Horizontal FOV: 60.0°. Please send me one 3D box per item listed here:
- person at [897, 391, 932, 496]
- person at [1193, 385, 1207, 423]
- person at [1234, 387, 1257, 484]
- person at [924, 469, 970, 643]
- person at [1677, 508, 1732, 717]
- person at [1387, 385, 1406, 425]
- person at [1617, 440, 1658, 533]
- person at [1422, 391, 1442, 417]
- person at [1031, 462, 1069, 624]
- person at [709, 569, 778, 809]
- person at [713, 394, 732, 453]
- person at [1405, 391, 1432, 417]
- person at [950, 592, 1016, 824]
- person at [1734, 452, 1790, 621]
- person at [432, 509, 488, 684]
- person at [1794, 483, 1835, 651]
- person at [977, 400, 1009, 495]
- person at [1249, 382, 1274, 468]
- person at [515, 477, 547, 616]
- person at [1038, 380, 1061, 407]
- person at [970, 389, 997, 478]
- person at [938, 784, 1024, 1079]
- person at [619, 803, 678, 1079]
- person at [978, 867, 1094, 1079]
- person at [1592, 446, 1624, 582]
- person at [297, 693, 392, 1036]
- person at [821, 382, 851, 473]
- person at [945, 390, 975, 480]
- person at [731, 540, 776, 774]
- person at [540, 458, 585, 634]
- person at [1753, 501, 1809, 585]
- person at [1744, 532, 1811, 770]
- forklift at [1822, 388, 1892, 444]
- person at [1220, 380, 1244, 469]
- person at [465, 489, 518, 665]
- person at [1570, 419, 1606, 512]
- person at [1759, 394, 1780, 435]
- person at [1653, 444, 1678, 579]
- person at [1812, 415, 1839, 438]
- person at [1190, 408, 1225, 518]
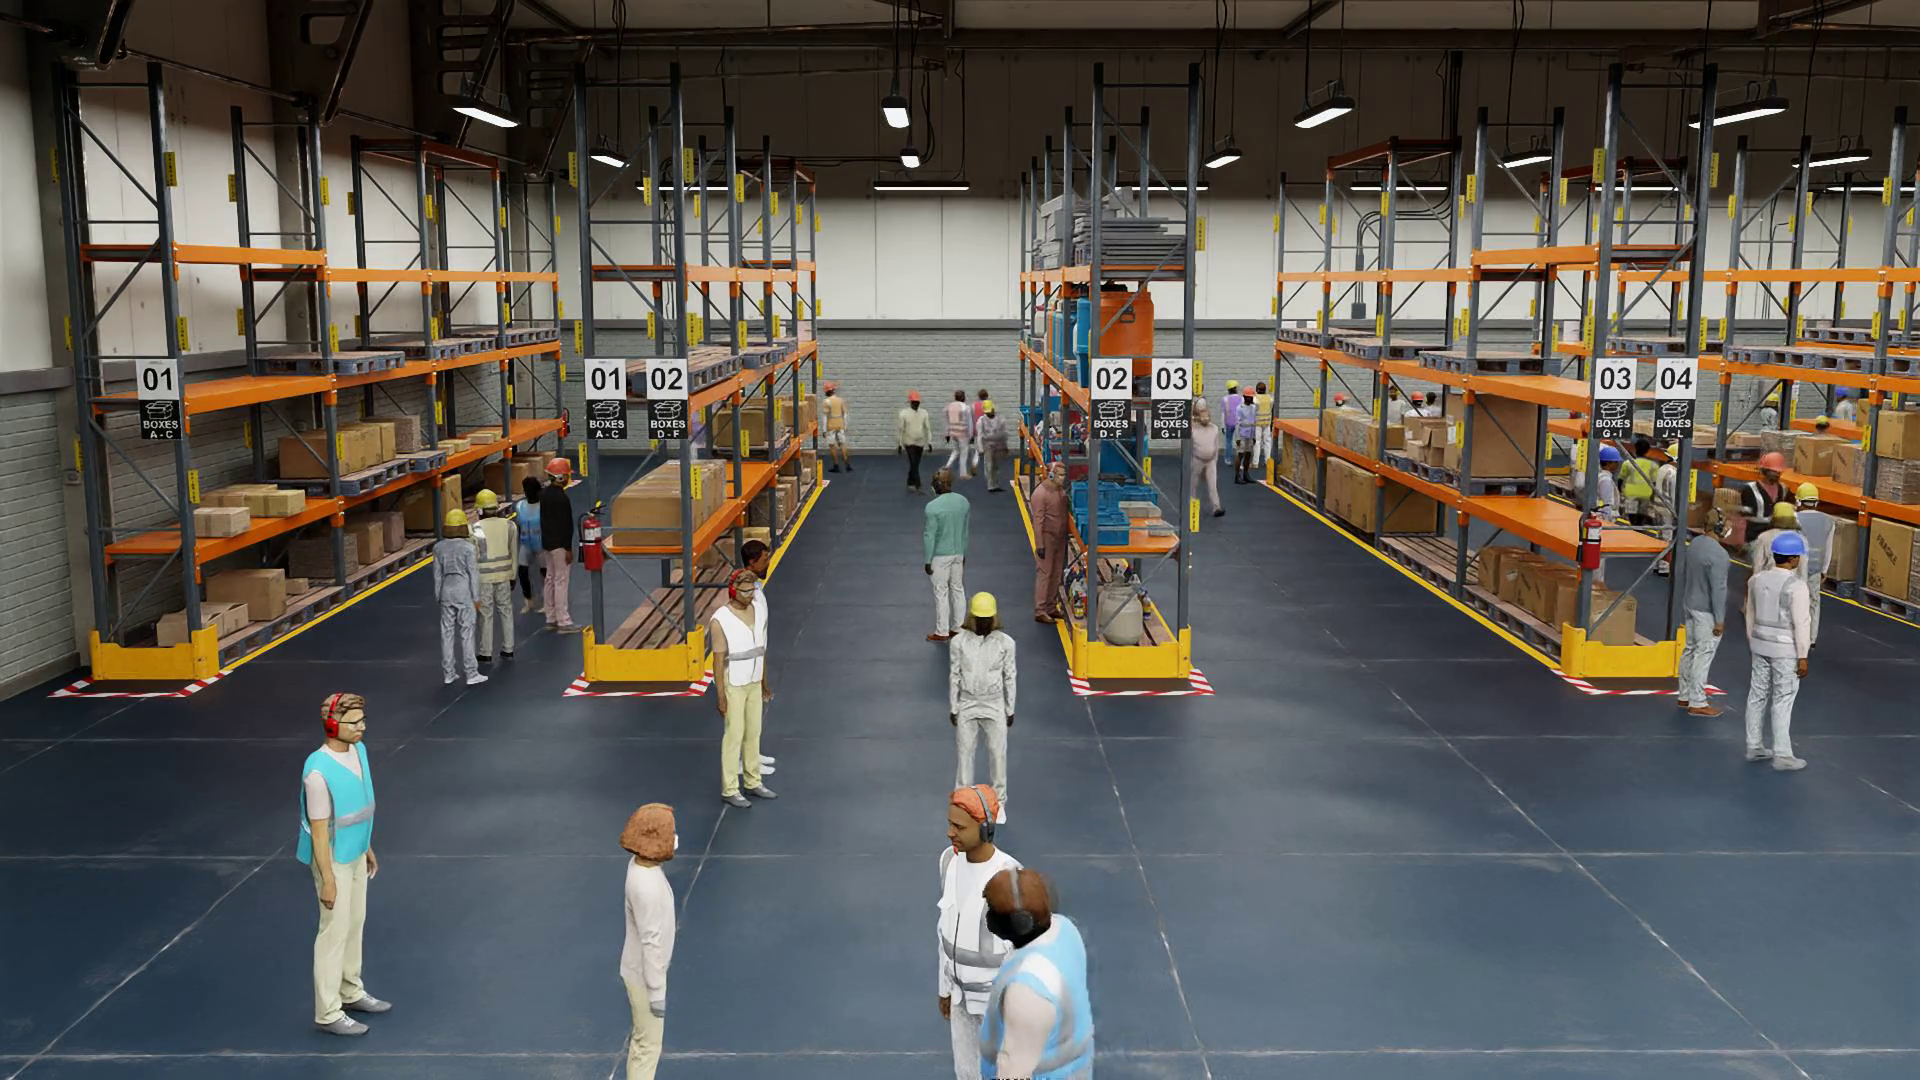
[{"bbox_3d":[-0.843,-1.828,31.236,0.631,1.945,1.010,-4,10,-26],"label":"person"},{"bbox_3d":[5.091,-2.423,35.402,0.337,1.837,0.515,1,9,7],"label":"person"},{"bbox_3d":[5.644,-2.051,32.717,0.545,1.929,0.392,-7,11,-39],"label":"person"},{"bbox_3d":[-0.155,0.182,18.350,0.635,1.930,0.378,-9,12,-44],"label":"person"},{"bbox_3d":[6.847,0.660,15.278,0.369,1.932,0.623,0,9,-1],"label":"person"},{"bbox_3d":[8.969,-2.274,34.371,0.507,1.861,0.326,9,12,44],"label":"person"},{"bbox_3d":[10.028,-0.653,24.614,0.528,1.649,0.898,1,9,3],"label":"person"},{"bbox_3d":[9.225,-2.000,32.632,0.548,1.842,0.696,-2,9,-11],"label":"person"},{"bbox_3d":[1.087,0.023,19.484,0.401,1.894,0.654,6,11,33],"label":"person"},{"bbox_3d":[-1.674,1.116,12.646,0.408,1.830,0.579,5,10,31],"label":"person"},{"bbox_3d":[-4.316,-1.765,30.647,0.608,1.995,0.377,-8,12,-43],"label":"person"},{"bbox_3d":[8.572,-1.828,31.275,0.545,1.931,0.381,-2,9,-13],"label":"person"},{"bbox_3d":[0.167,1.233,12.206,0.487,1.737,0.320,1,9,5],"label":"person"},{"bbox_3d":[9.346,-0.014,19.291,0.601,2.018,0.550,-3,9,-21],"label":"person"},{"bbox_3d":[-4.969,0.561,16.488,0.484,1.745,0.307,3,9,16],"label":"person"},{"bbox_3d":[9.062,0.296,17.906,0.590,1.833,0.403,-1,9,-4],"label":"person"},{"bbox_3d":[0.600,-1.735,31.154,0.660,1.786,0.540,-4,10,-23],"label":"person"},{"bbox_3d":[6.423,-2.453,35.564,0.619,1.845,0.430,-3,9,-18],"label":"person"},{"bbox_3d":[-5.060,0.080,19.778,0.549,1.675,0.545,2,9,13],"label":"person"},{"bbox_3d":[2.062,-2.722,36.654,0.683,2.000,0.536,1,9,4],"label":"person"},{"bbox_3d":[0.482,-2.158,33.742,0.647,1.820,0.468,4,10,24],"label":"person"},{"bbox_3d":[0.093,1.955,7.104,0.357,1.879,0.574,-7,11,-37],"label":"person"},{"bbox_3d":[-1.415,1.997,7.636,0.280,1.625,0.493,-1,9,-9],"label":"person"},{"bbox_3d":[0.265,2.106,6.307,0.463,1.818,0.645,2,9,14],"label":"person"},{"bbox_3d":[8.008,-0.197,20.709,0.393,1.948,0.602,2,9,10],"label":"person"},{"bbox_3d":[-3.303,1.707,8.838,0.388,1.837,0.560,0,9,1],"label":"person"},{"bbox_3d":[-2.612,-2.336,34.619,0.614,1.904,0.536,-8,12,-41],"label":"person"},{"bbox_3d":[-0.015,-2.097,33.338,0.656,1.828,0.490,8,12,43],"label":"person"},{"bbox_3d":[-1.709,0.945,13.501,0.393,1.910,0.581,-1,9,-5],"label":"person"},{"bbox_3d":[-4.553,0.060,18.902,0.390,1.995,0.613,-7,11,-36],"label":"person"},{"bbox_3d":[8.438,0.466,17.108,0.497,1.727,0.378,6,10,32],"label":"person"},{"bbox_3d":[6.714,0.901,13.643,0.389,1.949,0.604,-3,9,-19],"label":"person"},{"bbox_3d":[20.072,-3.110,36.462,1.873,2.768,1.129,0,9,0],"label":"forklift"},{"bbox_3d":[5.892,-2.469,35.536,0.699,1.867,0.980,0,9,3],"label":"person"},{"bbox_3d":[-4.898,0.379,17.360,0.590,1.837,0.404,-9,12,-44],"label":"person"},{"bbox_3d":[9.455,-0.860,25.050,0.558,1.925,0.630,0,9,1],"label":"person"},{"bbox_3d":[16.342,-2.090,33.586,0.325,1.729,0.494,-1,9,-4],"label":"person"},{"bbox_3d":[9.556,-0.389,22.360,0.404,1.824,0.586,1,9,4],"label":"person"},{"bbox_3d":[14.440,-1.225,27.921,0.555,1.749,0.363,3,9,16],"label":"person"},{"bbox_3d":[4.127,-1.301,28.125,0.651,1.847,1.021,-2,9,-15],"label":"person"}]
